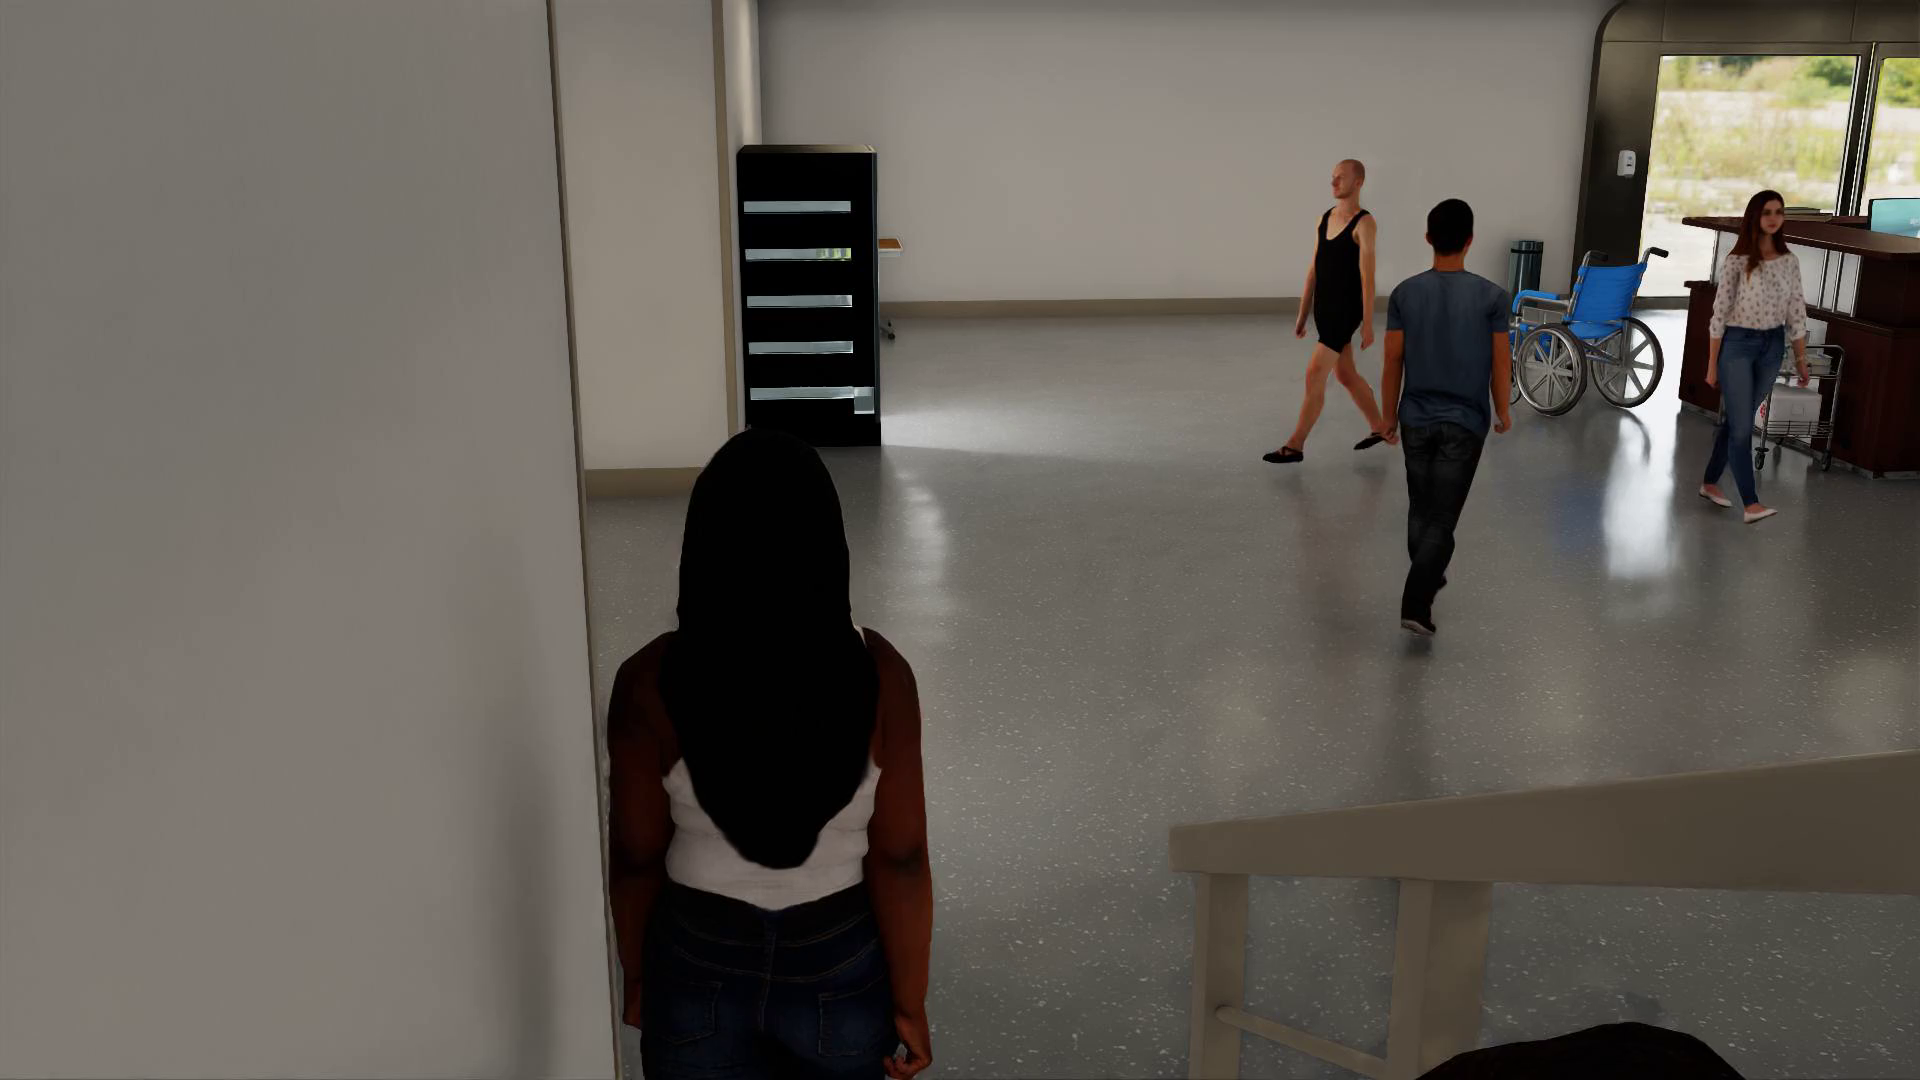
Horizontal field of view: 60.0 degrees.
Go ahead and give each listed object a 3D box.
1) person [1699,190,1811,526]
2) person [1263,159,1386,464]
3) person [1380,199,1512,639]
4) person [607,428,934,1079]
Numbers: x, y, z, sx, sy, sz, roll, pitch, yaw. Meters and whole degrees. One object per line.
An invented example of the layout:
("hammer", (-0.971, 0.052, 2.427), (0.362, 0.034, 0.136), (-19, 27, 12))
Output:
("person", (4.121, -0.958, 8.776), (0.582, 1.690, 1.055), (-2, 16, -6))
("person", (2.342, -1.338, 9.975), (0.950, 1.770, 1.181), (-6, 17, -22))
("person", (1.978, -0.457, 6.854), (1.103, 1.768, 1.244), (10, 18, 31))
("person", (-0.285, 0.764, 2.541), (0.653, 1.760, 1.104), (-2, 16, -7))
